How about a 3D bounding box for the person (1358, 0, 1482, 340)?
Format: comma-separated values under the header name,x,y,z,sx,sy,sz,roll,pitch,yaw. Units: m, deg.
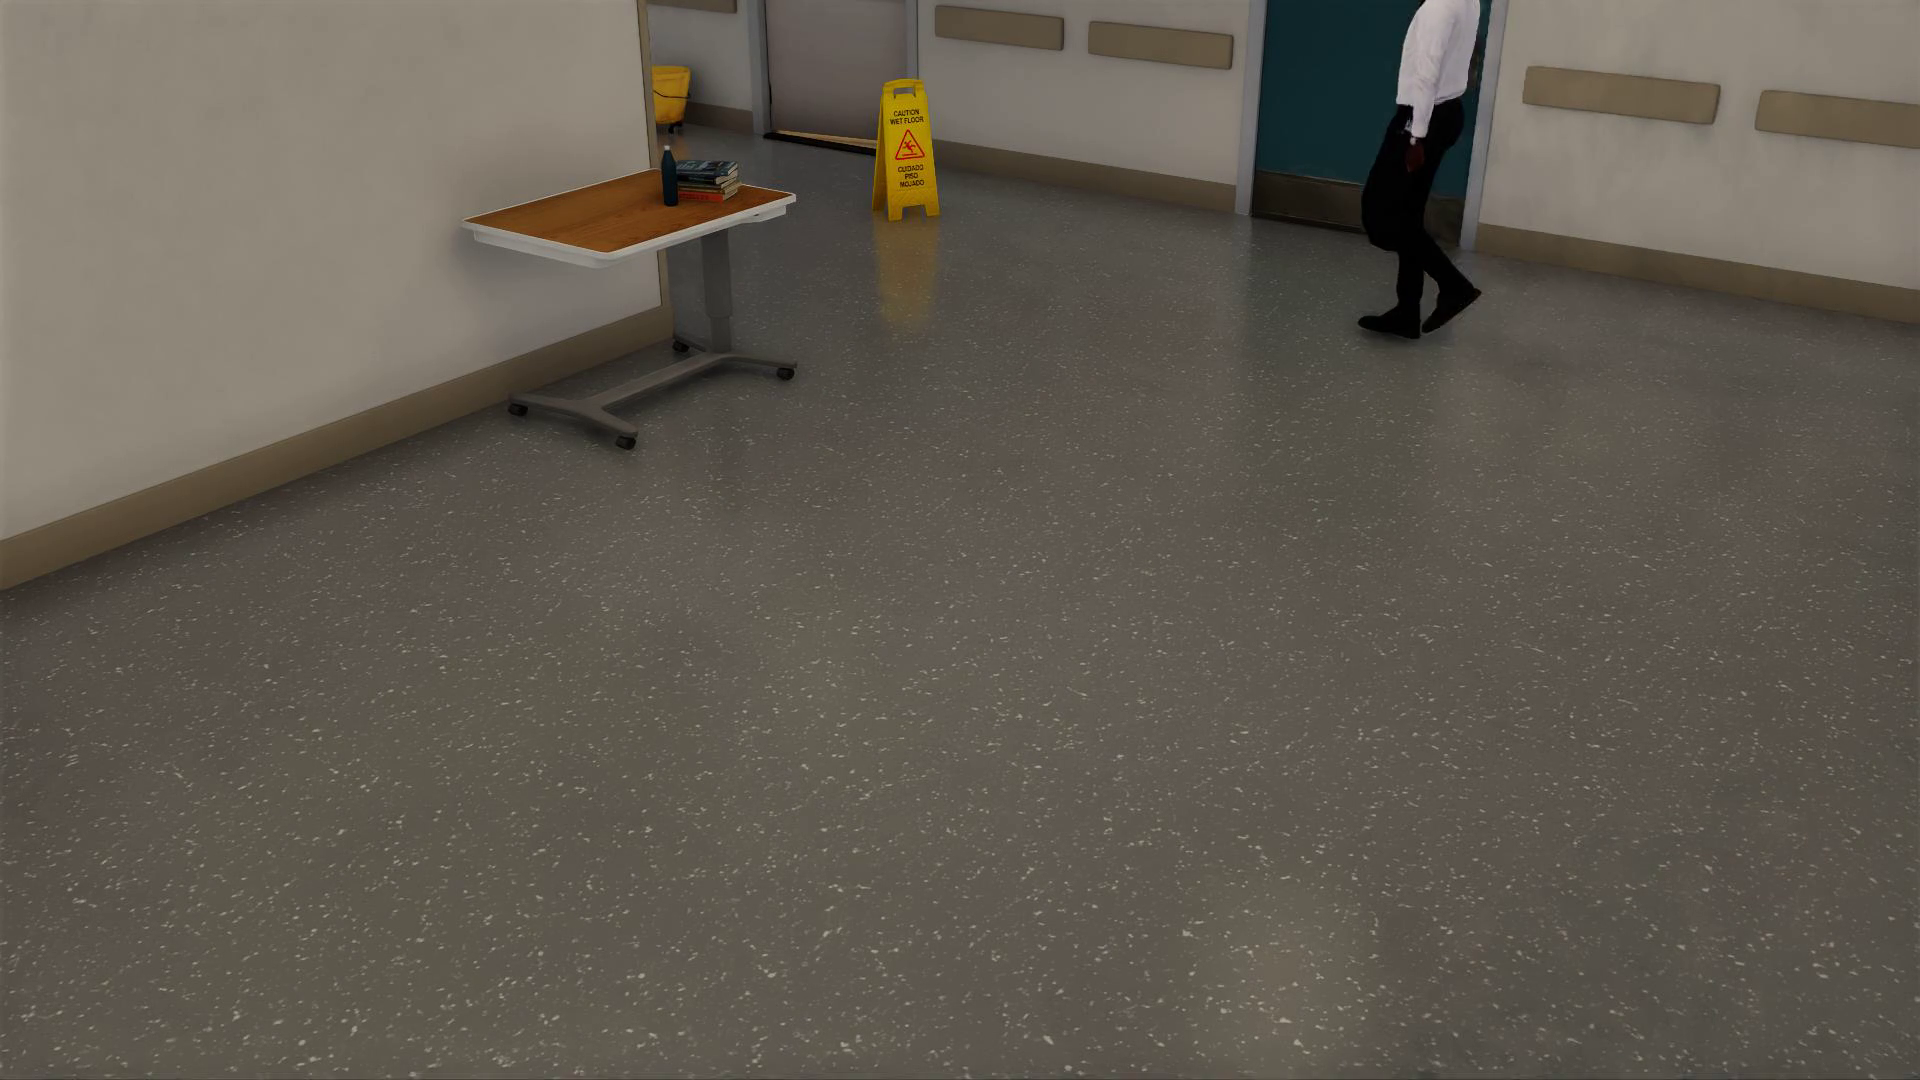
name,x,y,z,sx,sy,sz,roll,pitch,yaw
person,2.096,-1.726,7.209,0.785,1.818,0.680,15,29,28
